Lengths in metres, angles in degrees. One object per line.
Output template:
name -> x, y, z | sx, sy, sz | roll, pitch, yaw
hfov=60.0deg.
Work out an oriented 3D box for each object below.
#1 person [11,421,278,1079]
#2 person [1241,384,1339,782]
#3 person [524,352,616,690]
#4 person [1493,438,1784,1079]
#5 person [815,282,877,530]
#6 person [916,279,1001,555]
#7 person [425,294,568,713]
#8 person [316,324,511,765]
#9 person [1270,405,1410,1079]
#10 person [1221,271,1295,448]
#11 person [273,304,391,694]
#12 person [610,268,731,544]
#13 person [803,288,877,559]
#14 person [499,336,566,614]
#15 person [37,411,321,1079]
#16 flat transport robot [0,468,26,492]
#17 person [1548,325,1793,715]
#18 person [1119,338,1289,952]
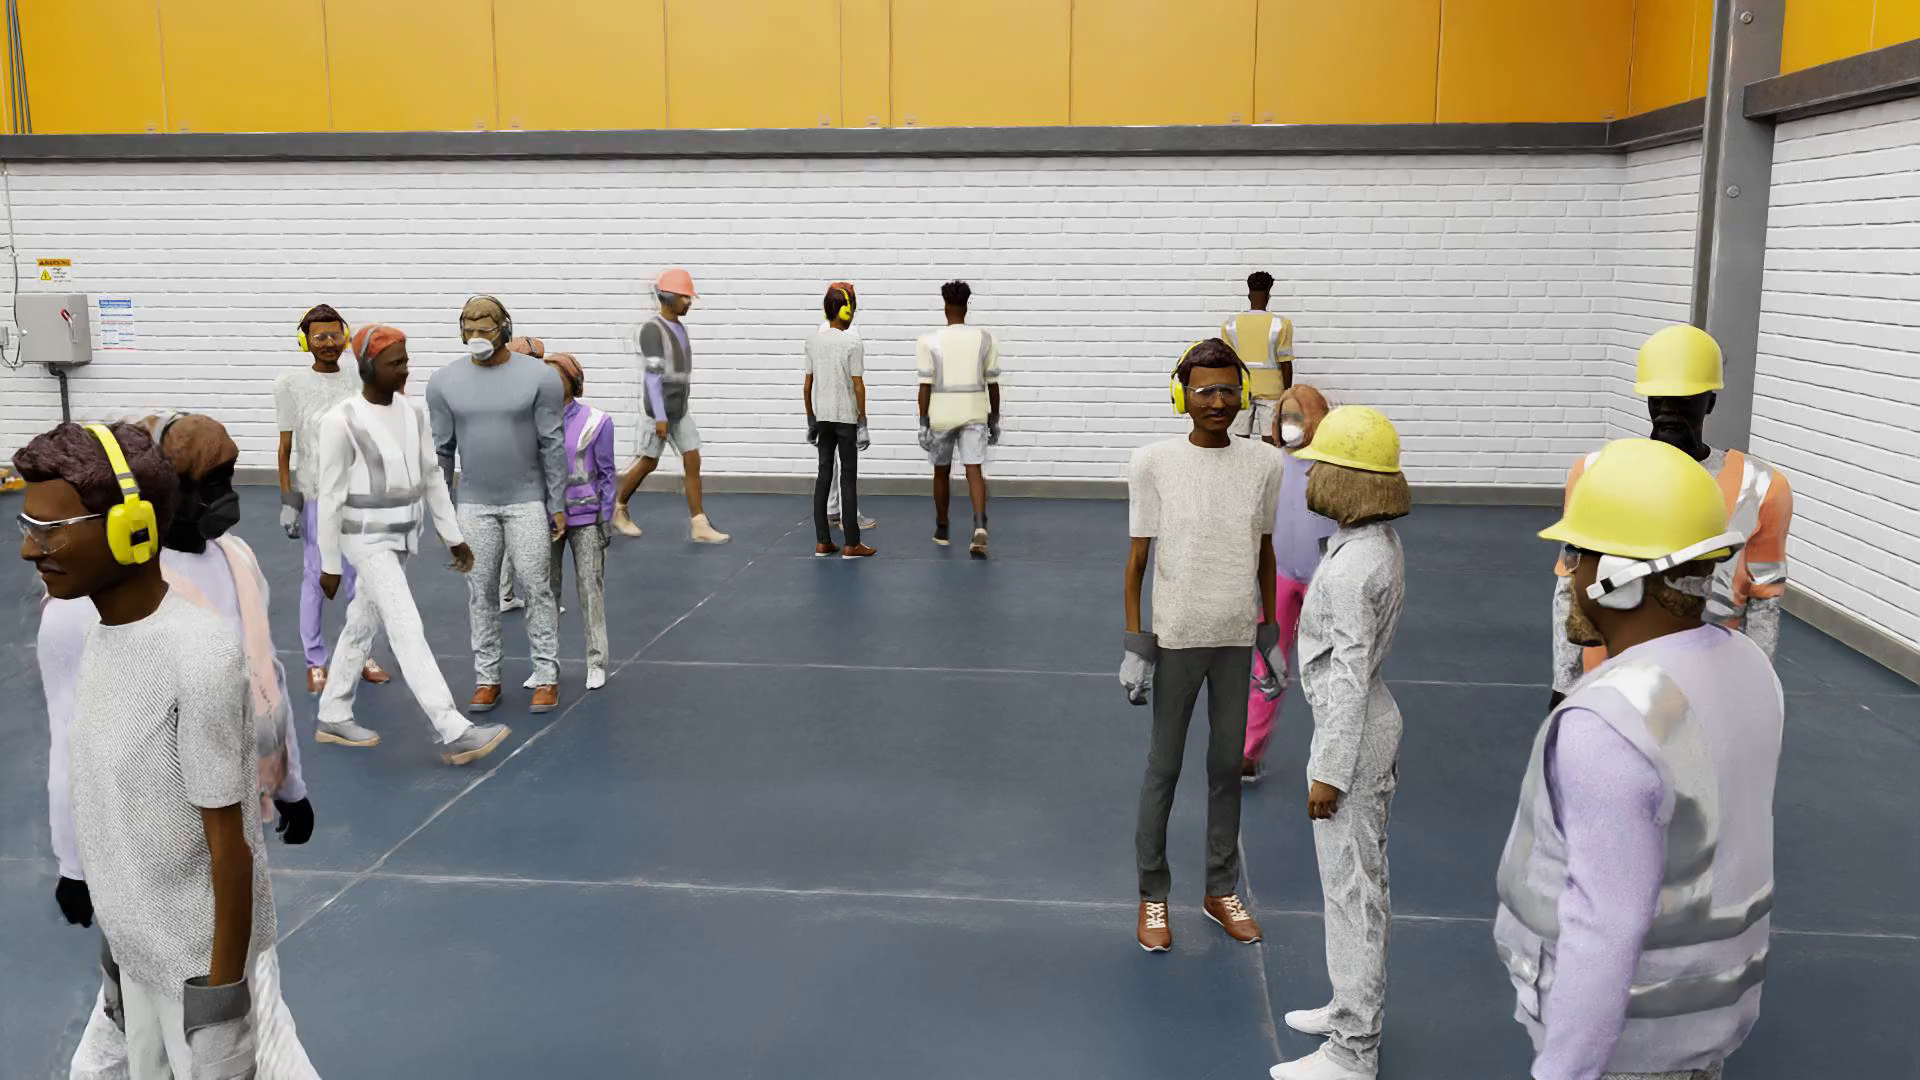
person -> -1.322, 0.727, 2.783 | 0.512, 1.859, 0.325 | 9, 13, 41
person -> 1.341, 0.188, 6.597 | 0.518, 1.589, 0.835 | 7, 12, 35
person -> -1.915, -0.089, 8.069 | 0.511, 1.641, 0.307 | 1, 10, 4
person -> 1.077, 0.750, 2.714 | 0.404, 1.832, 0.592 | 9, 14, 43
person -> -0.889, -1.020, 12.703 | 0.353, 1.884, 0.578 | -7, 12, -34
person -> 0.002, -0.867, 11.705 | 0.610, 1.936, 0.939 | -2, 10, -11
person -> -2.119, -0.158, 7.652 | 0.635, 1.928, 0.381 | 0, 10, -3
person -> -2.351, 0.023, 6.930 | 1.030, 1.820, 0.579 | 3, 10, 15
person -> 0.973, 0.527, 4.242 | 0.290, 1.746, 0.487 | 4, 11, 19
person -> 2.394, -1.182, 13.408 | 0.602, 1.960, 0.368 | 4, 11, 23
person -> -3.026, -0.201, 8.055 | 0.528, 1.871, 0.323 | -8, 13, -40
person -> -2.173, -0.971, 12.100 | 1.014, 2.003, 0.616 | 4, 11, 21
person -> -0.848, -0.803, 11.523 | 0.521, 1.865, 0.335 | 6, 12, 32
person -> -2.533, -0.362, 9.669 | 0.513, 1.630, 0.318 | 7, 12, 35
person -> -1.717, 0.599, 3.730 | 1.002, 1.789, 0.636 | 1, 10, 4
flat transport robot -> -8.540, -0.436, 13.969 | 0.652, 0.197, 1.431 | -1, 10, -3
person -> 1.915, 0.380, 4.559 | 0.585, 1.927, 0.366 | 6, 11, 29
person -> 0.751, 0.320, 5.070 | 0.538, 1.869, 0.313 | -2, 10, -12
